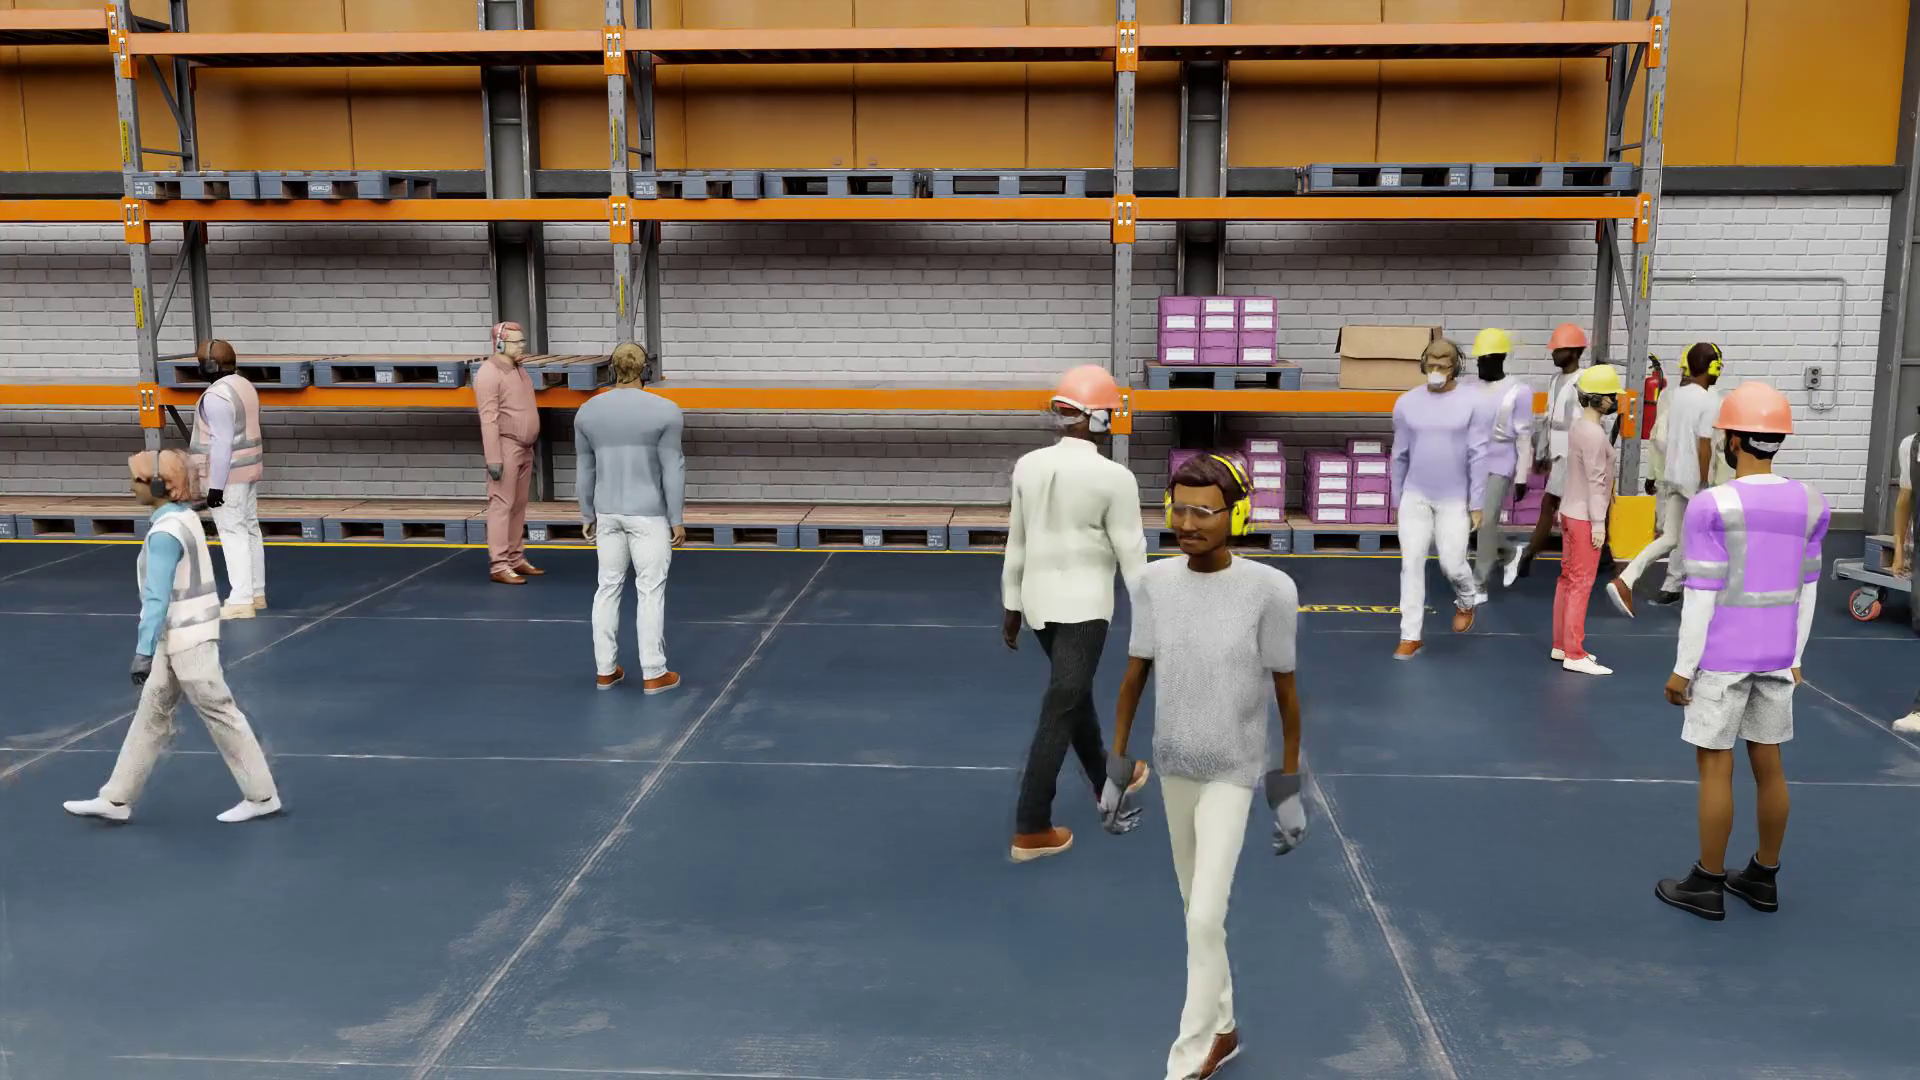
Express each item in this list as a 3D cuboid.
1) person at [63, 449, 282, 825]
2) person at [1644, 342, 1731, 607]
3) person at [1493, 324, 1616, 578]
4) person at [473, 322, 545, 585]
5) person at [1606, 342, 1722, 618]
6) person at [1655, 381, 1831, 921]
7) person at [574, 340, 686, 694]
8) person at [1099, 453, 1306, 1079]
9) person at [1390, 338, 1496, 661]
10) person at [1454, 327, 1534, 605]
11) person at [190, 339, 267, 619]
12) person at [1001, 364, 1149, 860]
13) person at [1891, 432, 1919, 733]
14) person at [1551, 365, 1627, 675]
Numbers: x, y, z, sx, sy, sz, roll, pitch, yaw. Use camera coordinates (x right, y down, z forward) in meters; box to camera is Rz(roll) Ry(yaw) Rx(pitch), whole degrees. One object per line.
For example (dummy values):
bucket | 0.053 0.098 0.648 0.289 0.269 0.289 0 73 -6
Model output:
person | -3.274 0.419 6.871 0.851 1.585 0.538 -3 10 -18
person | 5.024 -0.457 11.406 0.736 1.804 0.601 -5 11 -28
person | 4.476 -0.653 12.316 1.016 1.886 0.568 -1 10 -7
person | -3.273 -0.638 12.170 0.403 1.906 0.651 1 10 9
person | 4.668 -0.369 10.832 0.793 1.843 0.556 -2 10 -13
person | 2.794 0.403 5.981 0.542 1.938 0.358 -3 10 -15
person | -1.806 -0.125 9.141 0.643 1.927 0.392 3 10 18
person | 0.610 0.688 4.572 0.554 1.842 0.823 7 12 37
person | 2.881 -0.258 9.936 0.631 1.916 0.740 7 12 34
person | 3.693 -0.512 11.449 0.732 1.907 0.595 -6 11 -32
person | -4.832 -0.401 10.976 0.429 1.839 0.634 -1 10 -5
person | 0.529 0.267 6.758 1.002 1.939 0.657 -9 13 -42
person | 5.036 0.060 8.411 0.704 1.810 0.522 -5 11 -27
person | 3.611 -0.121 9.551 0.315 1.769 0.525 1 10 7
